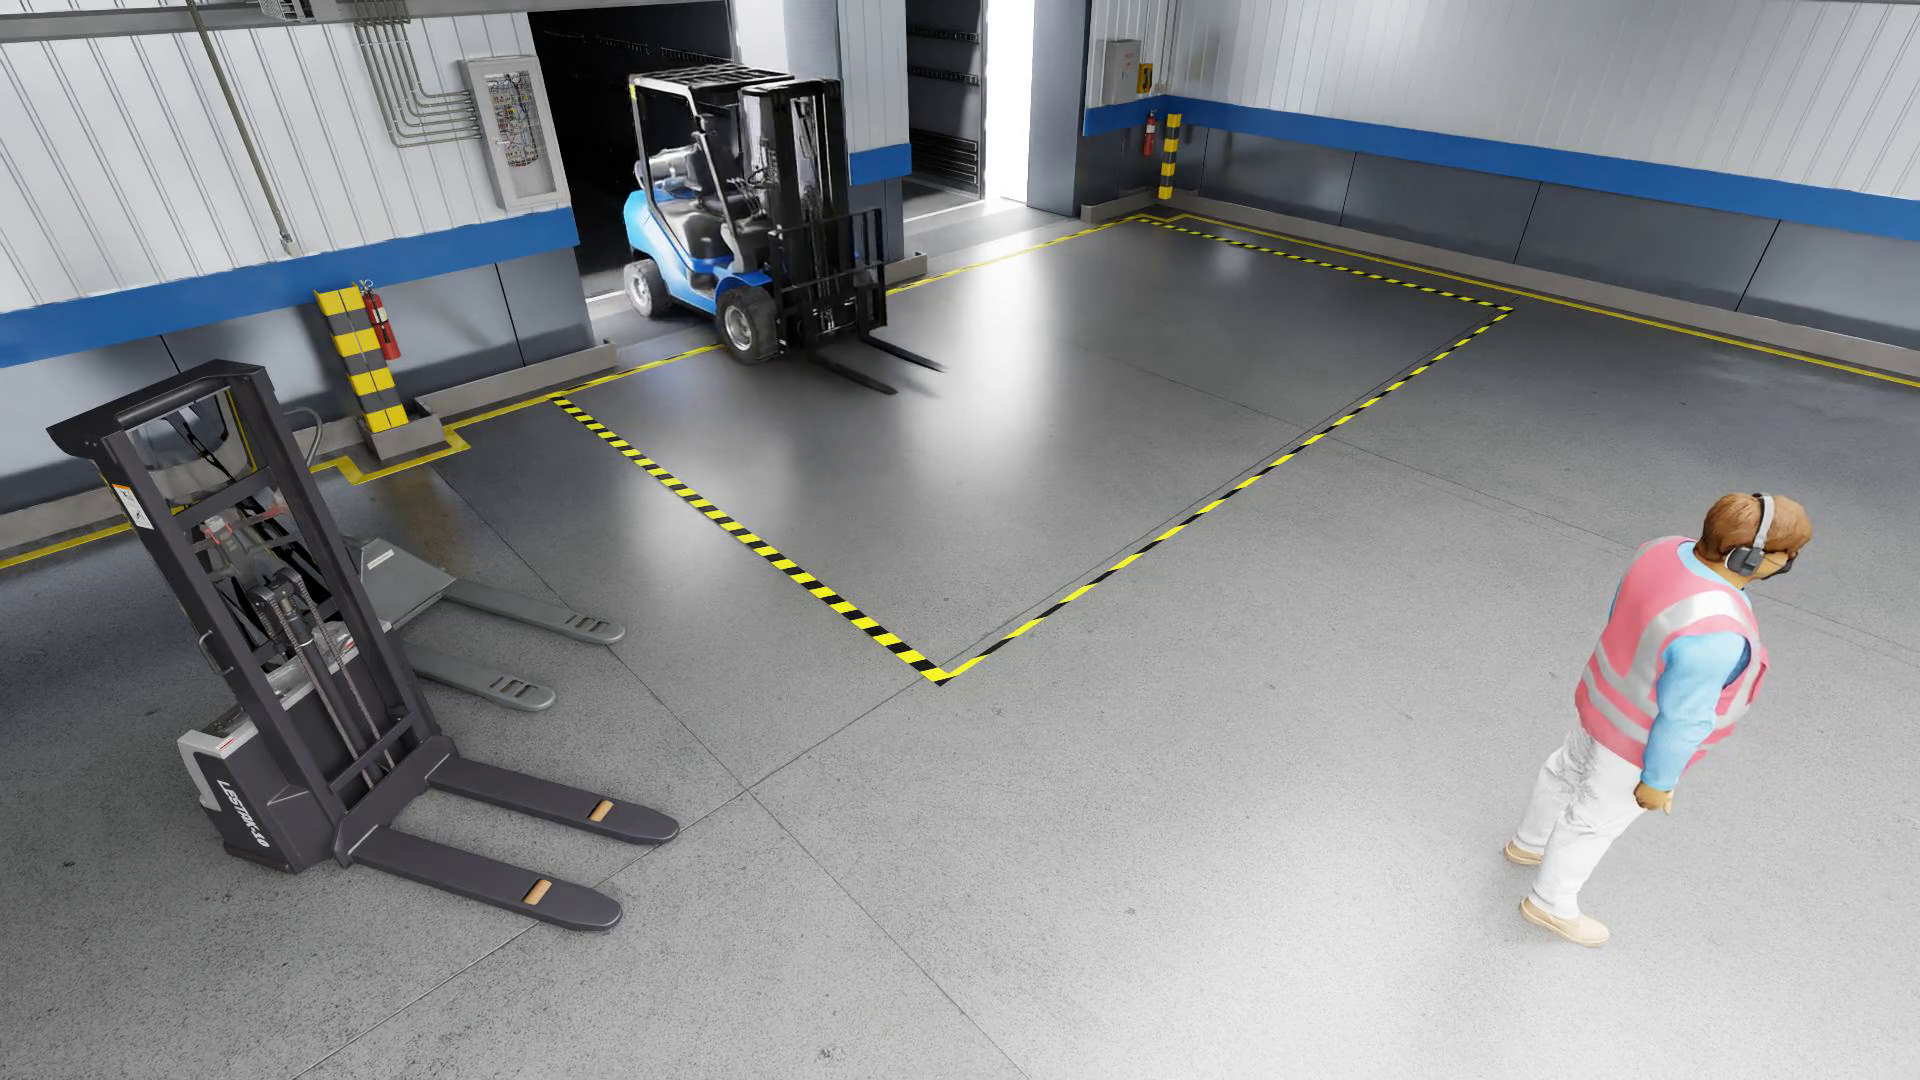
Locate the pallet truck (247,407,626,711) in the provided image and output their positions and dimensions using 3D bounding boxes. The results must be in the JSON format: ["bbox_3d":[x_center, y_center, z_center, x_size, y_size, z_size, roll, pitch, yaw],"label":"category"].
[{"bbox_3d":[-2.628,0.038,4.590,1.601,1.201,0.680,12,36,18],"label":"pallet truck"}]

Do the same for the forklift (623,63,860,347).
[{"bbox_3d":[-1.989,-3.045,8.116,2.680,2.036,1.157,29,44,36],"label":"forklift"}]

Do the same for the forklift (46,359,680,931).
[{"bbox_3d":[-2.135,0.422,3.354,1.885,1.965,0.823,10,35,14],"label":"forklift"}]

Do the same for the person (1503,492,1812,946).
[{"bbox_3d":[2.355,0.641,3.168,0.430,1.845,0.618,10,36,15],"label":"person"}]
